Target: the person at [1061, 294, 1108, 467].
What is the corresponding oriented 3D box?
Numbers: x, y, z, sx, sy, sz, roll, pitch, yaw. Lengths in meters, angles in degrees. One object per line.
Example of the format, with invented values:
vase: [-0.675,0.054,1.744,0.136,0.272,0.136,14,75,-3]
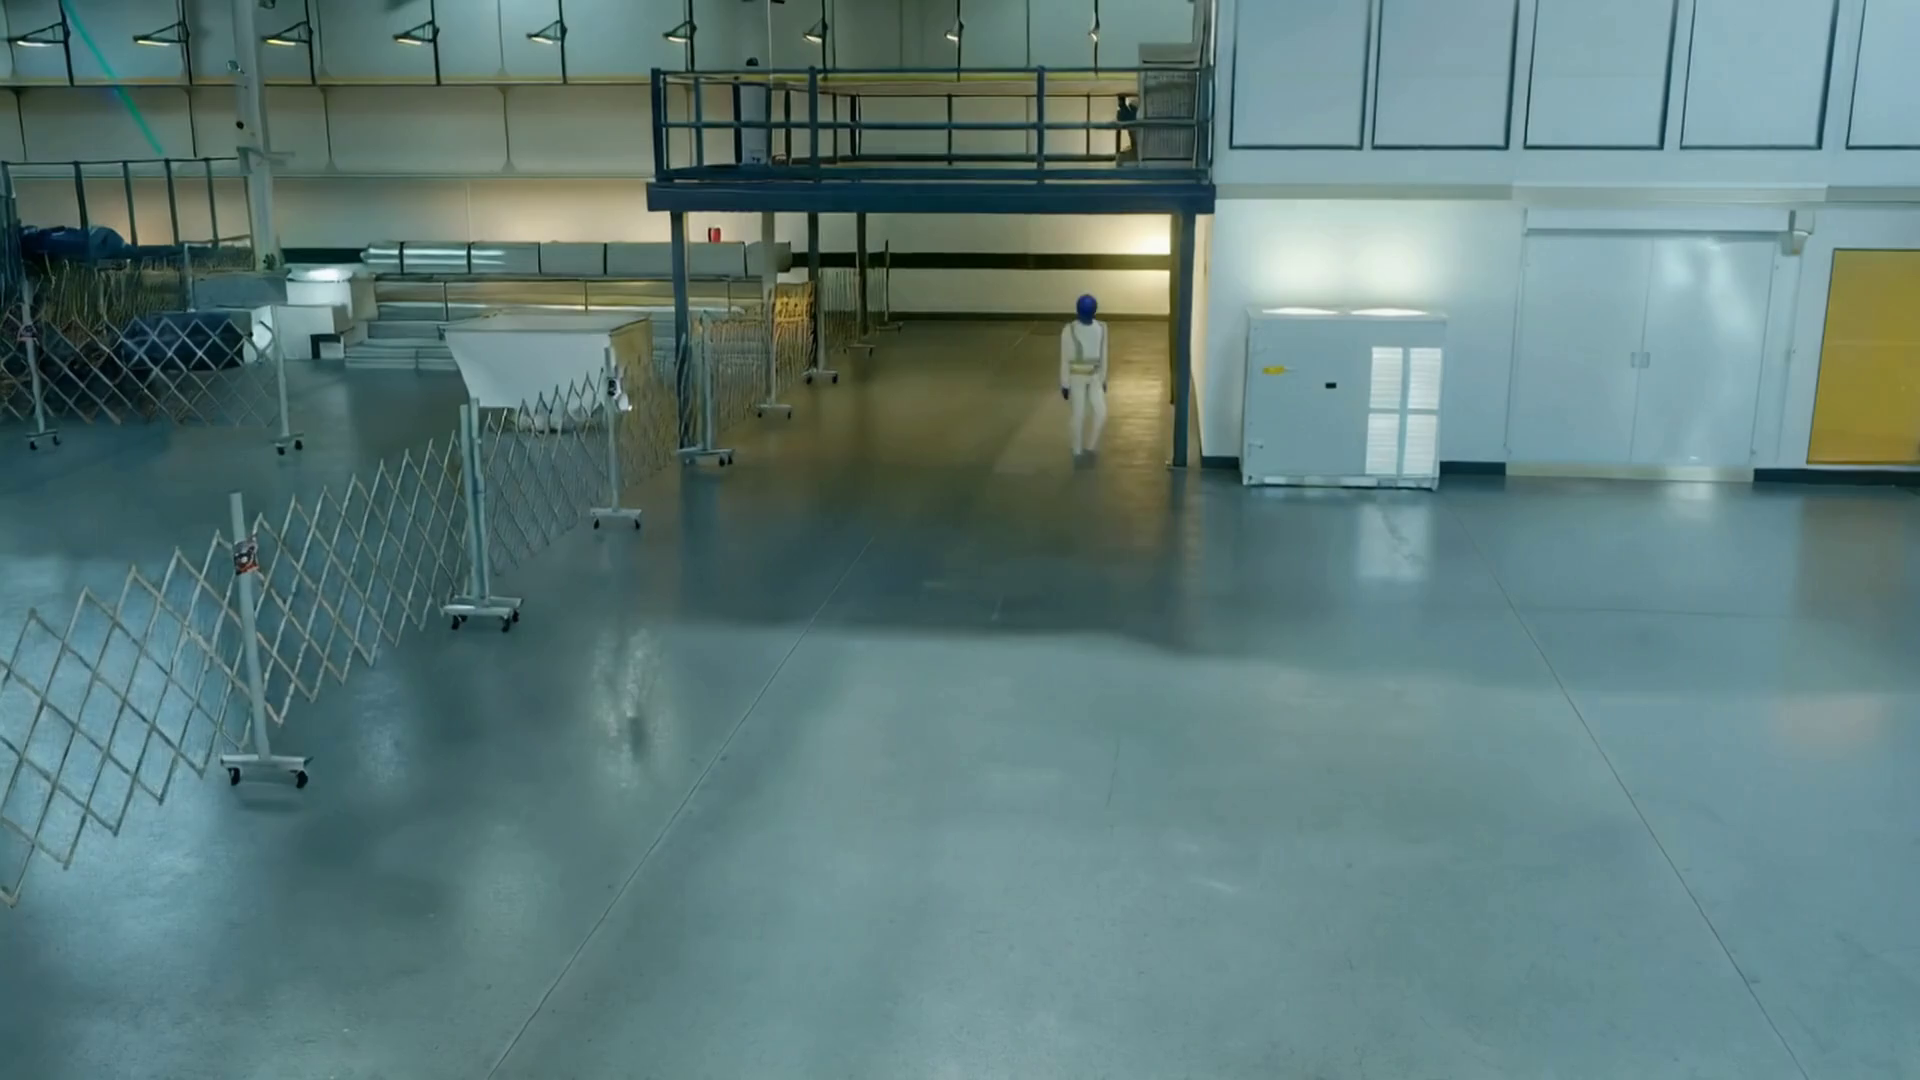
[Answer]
person: [1.357,-1.697,17.827,0.609,1.865,0.508,-7,15,-25]
